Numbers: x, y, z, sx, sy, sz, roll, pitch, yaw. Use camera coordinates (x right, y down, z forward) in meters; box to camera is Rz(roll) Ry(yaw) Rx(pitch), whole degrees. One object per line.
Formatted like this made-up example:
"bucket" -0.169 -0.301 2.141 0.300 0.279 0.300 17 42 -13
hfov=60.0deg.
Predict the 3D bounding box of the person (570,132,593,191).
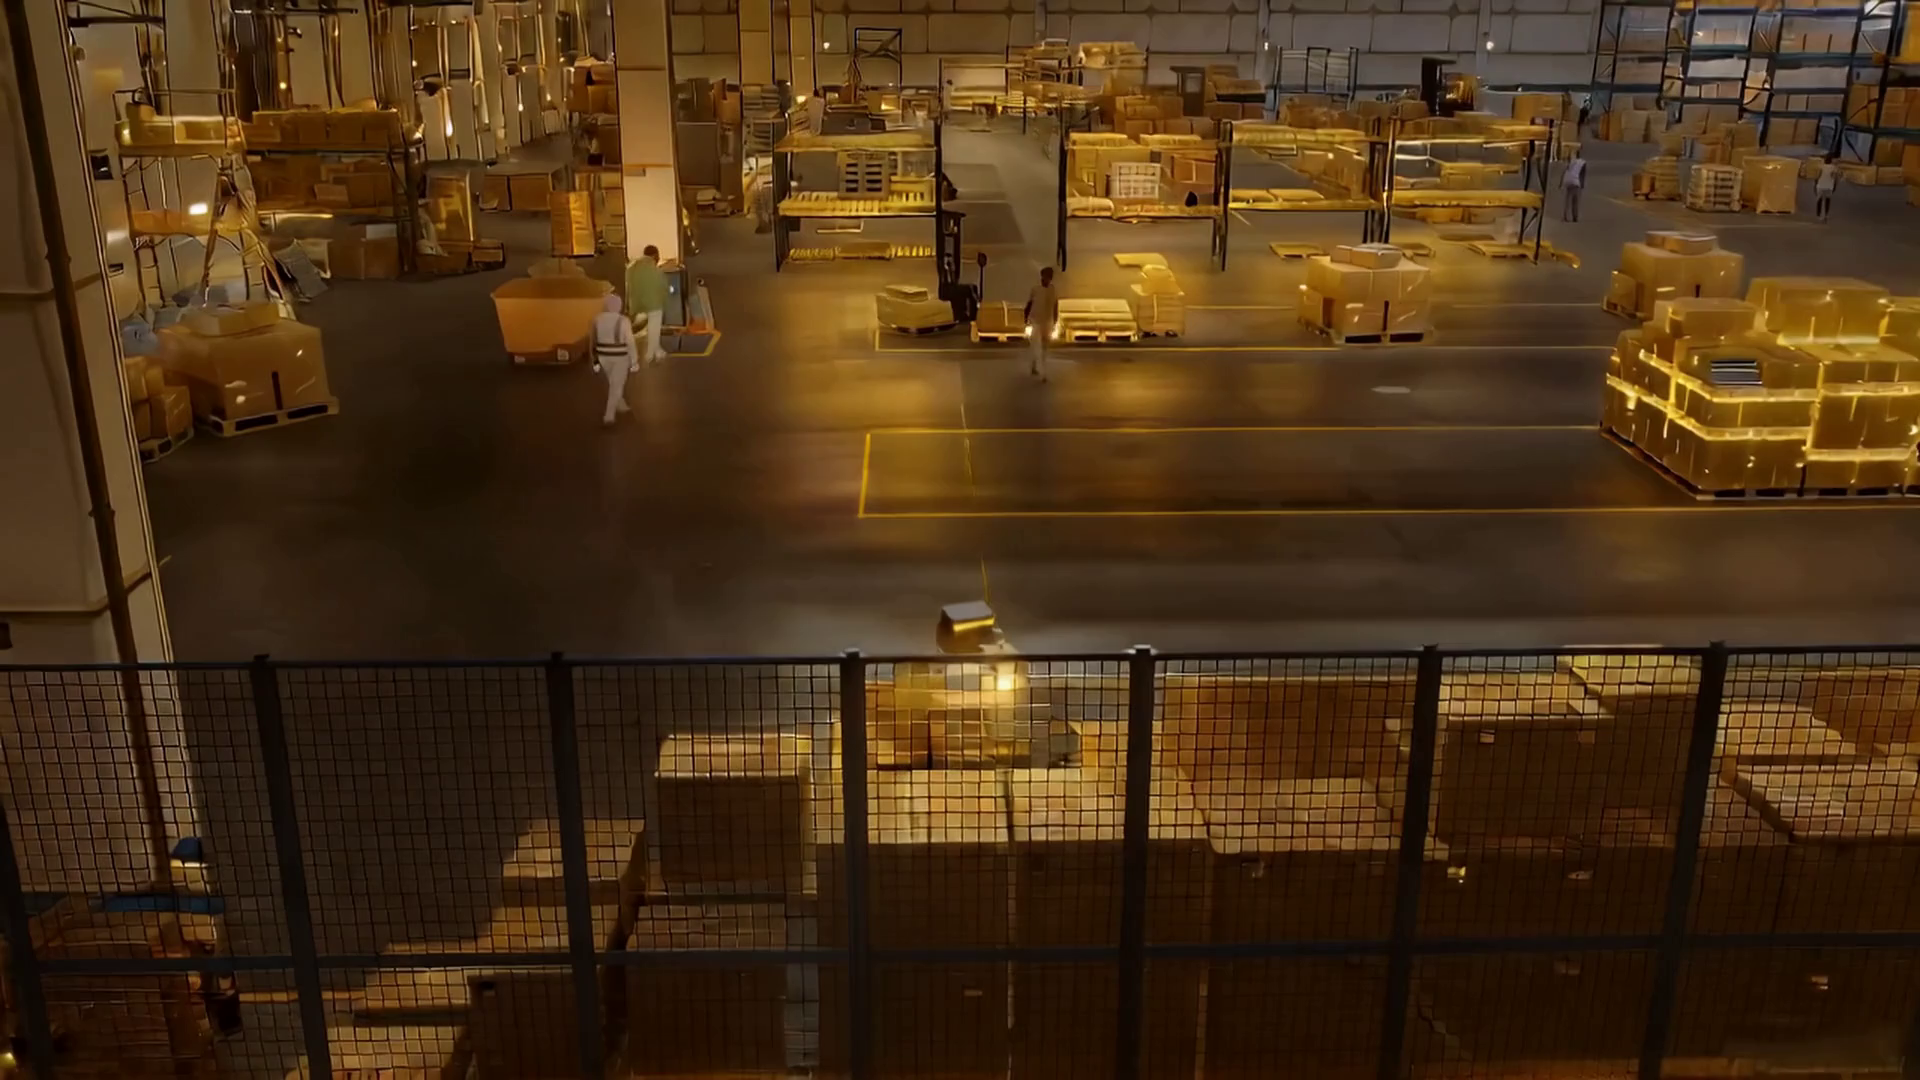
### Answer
"person" -10.819 -10.736 47.503 0.521 1.743 1.131 10 21 26

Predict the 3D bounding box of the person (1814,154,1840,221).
"person" 22.025 -8.968 42.318 0.539 1.687 0.369 7 20 20

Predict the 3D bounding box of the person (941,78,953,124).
"person" -0.566 -18.740 71.008 0.566 1.886 1.013 -1 19 -3

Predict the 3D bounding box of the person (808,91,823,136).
"person" -5.455 -16.015 62.874 0.637 1.920 0.828 -10 21 -27

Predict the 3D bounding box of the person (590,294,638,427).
"person" -4.770 -2.479 22.905 0.644 1.803 0.952 7 20 20

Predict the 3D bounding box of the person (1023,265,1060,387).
"person" 1.229 -3.312 25.326 0.539 1.831 0.896 -7 20 -19

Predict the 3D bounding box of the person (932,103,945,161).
"person" -0.740 -13.790 56.231 0.361 1.938 0.635 10 21 27

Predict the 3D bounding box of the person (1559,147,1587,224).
"person" 15.441 -8.925 41.856 0.392 1.908 0.588 -16 24 -39

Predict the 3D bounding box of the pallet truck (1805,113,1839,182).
"pallet truck" 26.403 -11.957 50.702 0.823 1.965 1.885 6 19 16

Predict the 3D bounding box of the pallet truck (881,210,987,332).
"pallet truck" -0.493 -4.759 29.349 1.885 1.965 0.823 -13 23 -34

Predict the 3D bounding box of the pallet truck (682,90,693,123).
"pallet truck" -9.671 -15.907 62.421 0.823 1.965 1.885 5 19 15

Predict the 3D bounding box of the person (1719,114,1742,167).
"person" 24.205 -12.443 52.348 0.413 1.873 0.709 -9 21 -25

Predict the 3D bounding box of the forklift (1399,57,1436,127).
"forklift" 19.264 -18.500 68.753 1.873 2.768 1.129 -1 19 -1

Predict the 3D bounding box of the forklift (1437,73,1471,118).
"forklift" 17.108 -14.811 57.808 1.129 2.768 1.873 -1 19 -2

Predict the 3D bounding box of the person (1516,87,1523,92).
"person" 21.587 -16.557 64.446 0.648 1.944 1.038 17 25 42

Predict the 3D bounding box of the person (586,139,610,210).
"person" -9.729 -9.801 44.549 0.575 1.847 0.969 -14 23 -36

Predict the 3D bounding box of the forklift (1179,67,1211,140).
"forklift" 8.564 -16.052 61.490 1.129 2.768 1.873 -3 19 -9

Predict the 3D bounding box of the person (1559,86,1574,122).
"person" 23.726 -16.826 65.311 0.661 1.933 0.520 -14 23 -35

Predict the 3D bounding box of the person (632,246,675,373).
"person" -4.813 -3.636 26.124 0.641 1.937 1.057 7 20 20

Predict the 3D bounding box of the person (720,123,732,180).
"person" -7.208 -11.842 50.784 0.462 1.731 0.489 -11 22 -30

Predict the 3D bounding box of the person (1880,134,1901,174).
"person" 29.582 -12.589 52.677 0.829 1.932 0.635 -4 19 -11

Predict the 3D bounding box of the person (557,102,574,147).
"person" -14.520 -15.301 61.209 0.596 1.616 0.546 11 21 29

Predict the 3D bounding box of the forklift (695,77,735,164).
"forklift" -8.481 -13.870 55.019 1.873 2.768 1.129 -1 19 -1

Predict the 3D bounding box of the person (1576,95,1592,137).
"person" 24.397 -16.536 64.854 0.520 1.623 0.539 -6 19 -16
